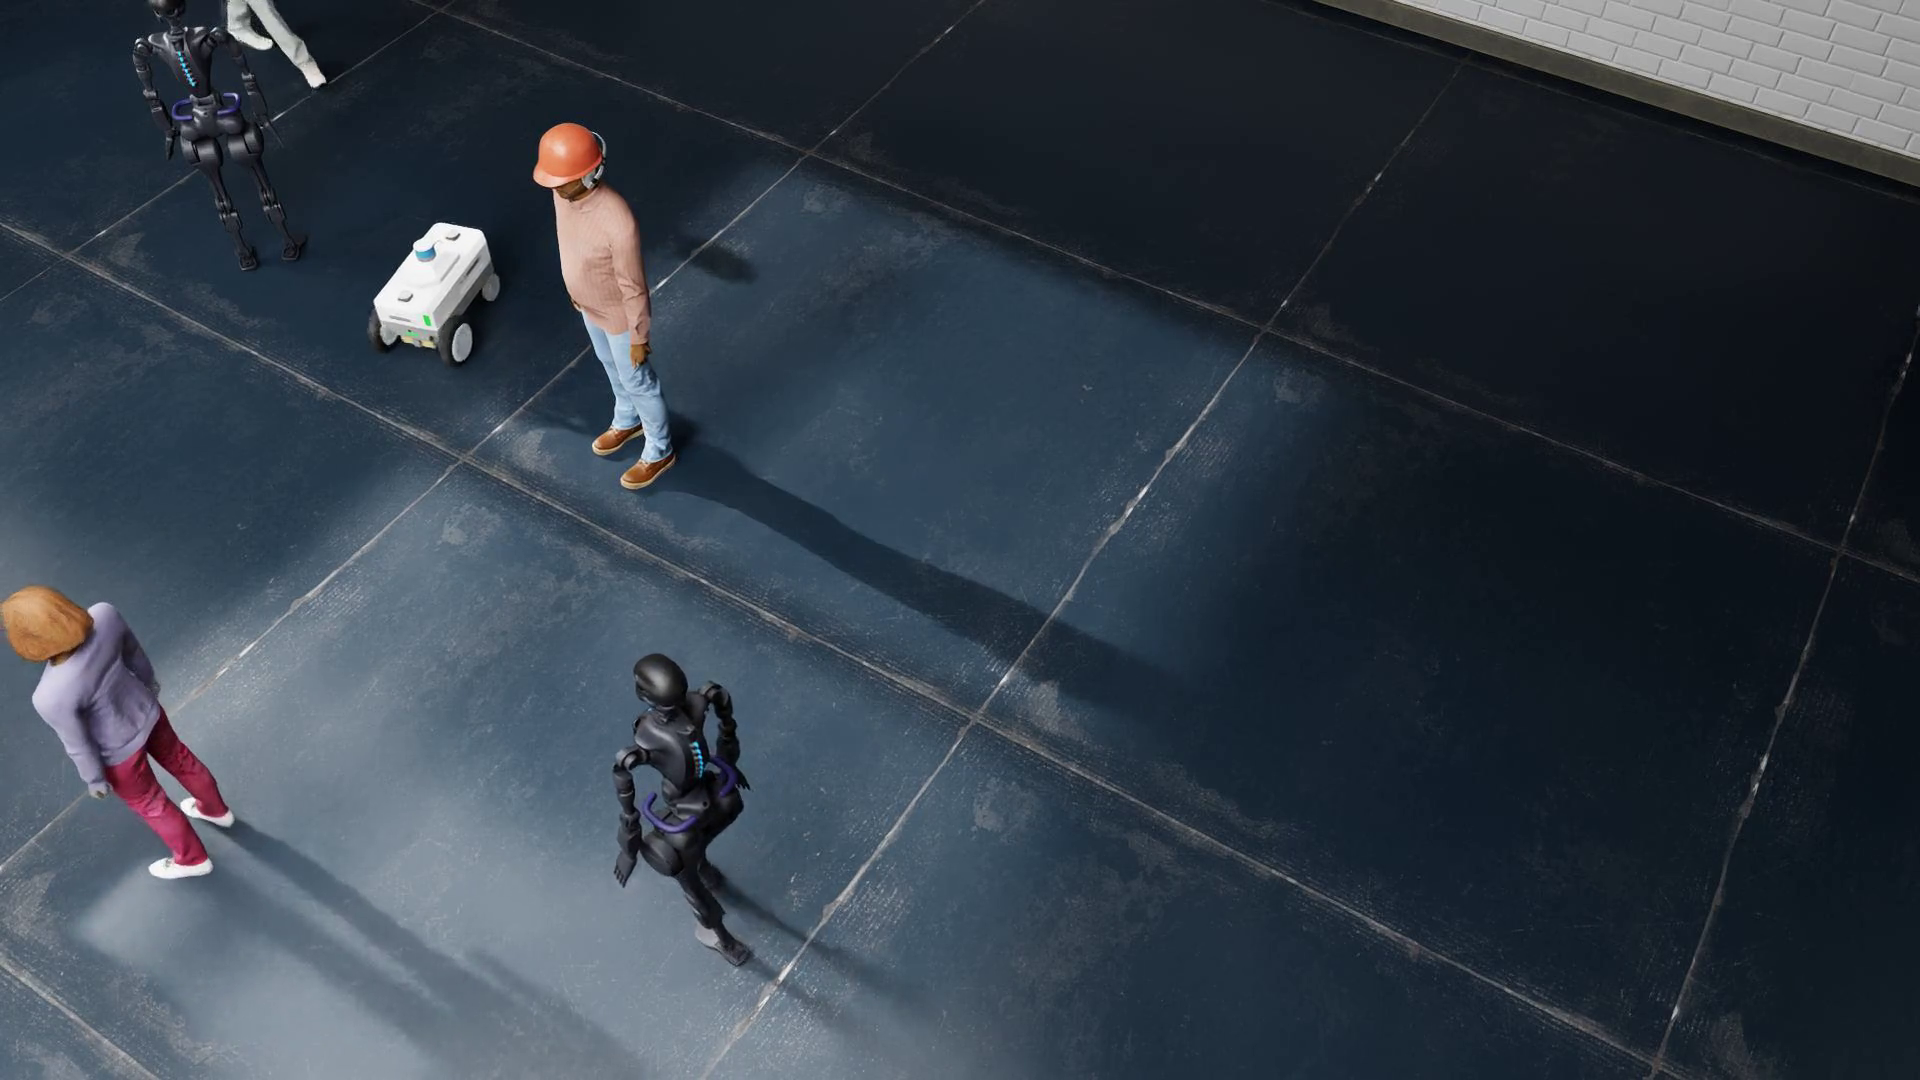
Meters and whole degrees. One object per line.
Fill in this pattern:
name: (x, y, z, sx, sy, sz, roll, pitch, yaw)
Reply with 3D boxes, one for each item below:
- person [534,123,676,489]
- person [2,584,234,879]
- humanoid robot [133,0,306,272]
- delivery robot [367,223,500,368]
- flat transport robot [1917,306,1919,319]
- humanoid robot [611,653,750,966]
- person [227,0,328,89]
person: (-1.617, -1.065, 7.611, 0.402, 1.986, 0.610, -32, 56, -25)
person: (-3.159, 0.722, 6.277, 0.270, 1.631, 0.514, 6, 49, 5)
humanoid robot: (-3.926, -2.168, 8.768, 0.599, 1.655, 0.315, -11, 50, -10)
delivery robot: (-2.766, -1.329, 8.774, 0.499, 0.575, 0.759, 12, 50, 11)
flat transport robot: (5.757, -0.897, 8.599, 0.659, 0.231, 1.431, -17, 51, -15)
humanoid robot: (-1.035, 0.965, 6.042, 0.560, 1.646, 0.611, 32, 56, 25)
person: (-4.336, -3.645, 9.946, 1.007, 1.855, 0.708, 28, 55, 23)
